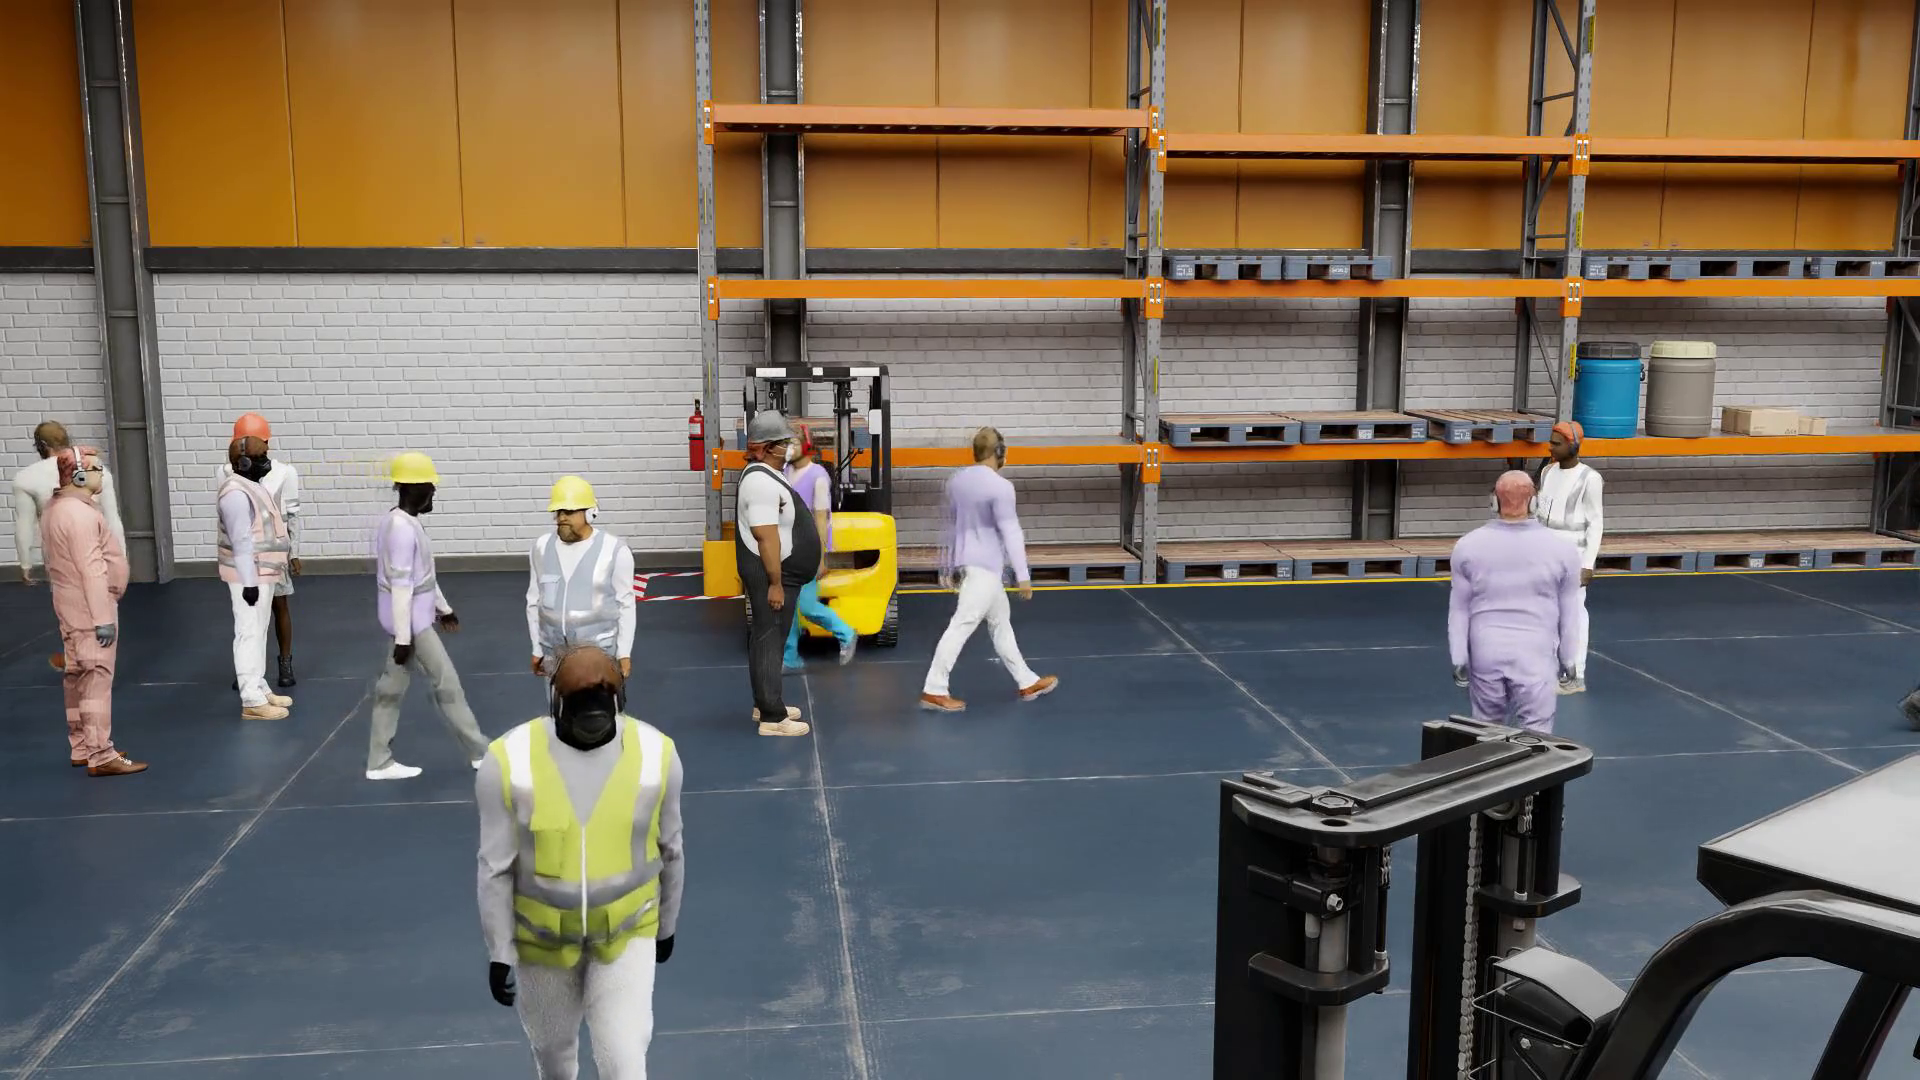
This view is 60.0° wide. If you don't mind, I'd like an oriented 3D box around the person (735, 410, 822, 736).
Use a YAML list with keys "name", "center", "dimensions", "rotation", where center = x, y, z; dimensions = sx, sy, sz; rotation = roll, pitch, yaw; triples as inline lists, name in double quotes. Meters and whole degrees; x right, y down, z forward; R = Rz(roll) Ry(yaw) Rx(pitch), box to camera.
- name: "person"
  center: [-1.142, 0.197, 10.494]
  dimensions: [0.537, 2.000, 0.682]
  rotation: [-2, 9, -11]

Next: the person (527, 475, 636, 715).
- name: "person"
  center: [-2.023, 0.563, 8.851]
  dimensions: [0.592, 1.833, 0.404]
  rotation: [2, 9, 10]

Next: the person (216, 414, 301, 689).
- name: "person"
  center: [-4.871, 0.081, 11.571]
  dimensions: [0.542, 1.928, 0.374]
  rotation: [-2, 9, -14]

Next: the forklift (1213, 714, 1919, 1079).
- name: "forklift"
  center: [1.441, 1.425, 2.350]
  dimensions: [1.214, 2.155, 2.313]
  rotation: [-7, 12, -39]

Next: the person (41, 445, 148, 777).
- name: "person"
  center: [-5.009, 0.405, 9.600]
  dimensions: [0.410, 1.913, 0.642]
  rotation: [-8, 12, -42]

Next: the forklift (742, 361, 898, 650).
- name: "forklift"
  center: [-1.154, -0.340, 13.365]
  dimensions: [1.214, 2.155, 2.313]
  rotation: [-1, 9, -7]

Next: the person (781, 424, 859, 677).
- name: "person"
  center: [-1.086, 0.081, 11.875]
  dimensions: [0.657, 1.825, 0.583]
  rotation: [-7, 11, -37]

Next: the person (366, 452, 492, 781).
- name: "person"
  center: [-2.992, 0.437, 9.498]
  dimensions: [0.927, 1.883, 0.594]
  rotation: [-4, 10, -25]

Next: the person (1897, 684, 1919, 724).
- name: "person"
  center: [6.425, 0.280, 10.414]
  dimensions: [0.932, 1.909, 0.543]
  rotation: [2, 9, 12]

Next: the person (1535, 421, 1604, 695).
- name: "person"
  center: [4.163, 0.118, 11.473]
  dimensions: [0.337, 1.882, 0.584]
  rotation: [-3, 10, -20]

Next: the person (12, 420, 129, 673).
- name: "person"
  center: [-6.122, 0.122, 11.480]
  dimensions: [1.048, 1.880, 0.662]
  rotation: [7, 12, 39]

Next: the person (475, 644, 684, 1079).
- name: "person"
  center: [-1.158, 1.173, 5.149]
  dimensions: [0.616, 1.808, 0.888]
  rotation: [-2, 9, -12]

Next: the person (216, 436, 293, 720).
- name: "person"
  center: [-4.589, 0.240, 10.845]
  dimensions: [0.430, 1.845, 0.619]
  rotation: [-2, 9, -15]

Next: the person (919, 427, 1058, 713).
- name: "person"
  center: [0.183, 0.202, 11.018]
  dimensions: [1.059, 1.873, 0.748]
  rotation: [-5, 10, -26]

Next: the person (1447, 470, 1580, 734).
- name: "person"
  center: [2.830, 0.583, 8.553]
  dimensions: [0.647, 1.884, 0.780]
  rotation: [4, 10, 24]
